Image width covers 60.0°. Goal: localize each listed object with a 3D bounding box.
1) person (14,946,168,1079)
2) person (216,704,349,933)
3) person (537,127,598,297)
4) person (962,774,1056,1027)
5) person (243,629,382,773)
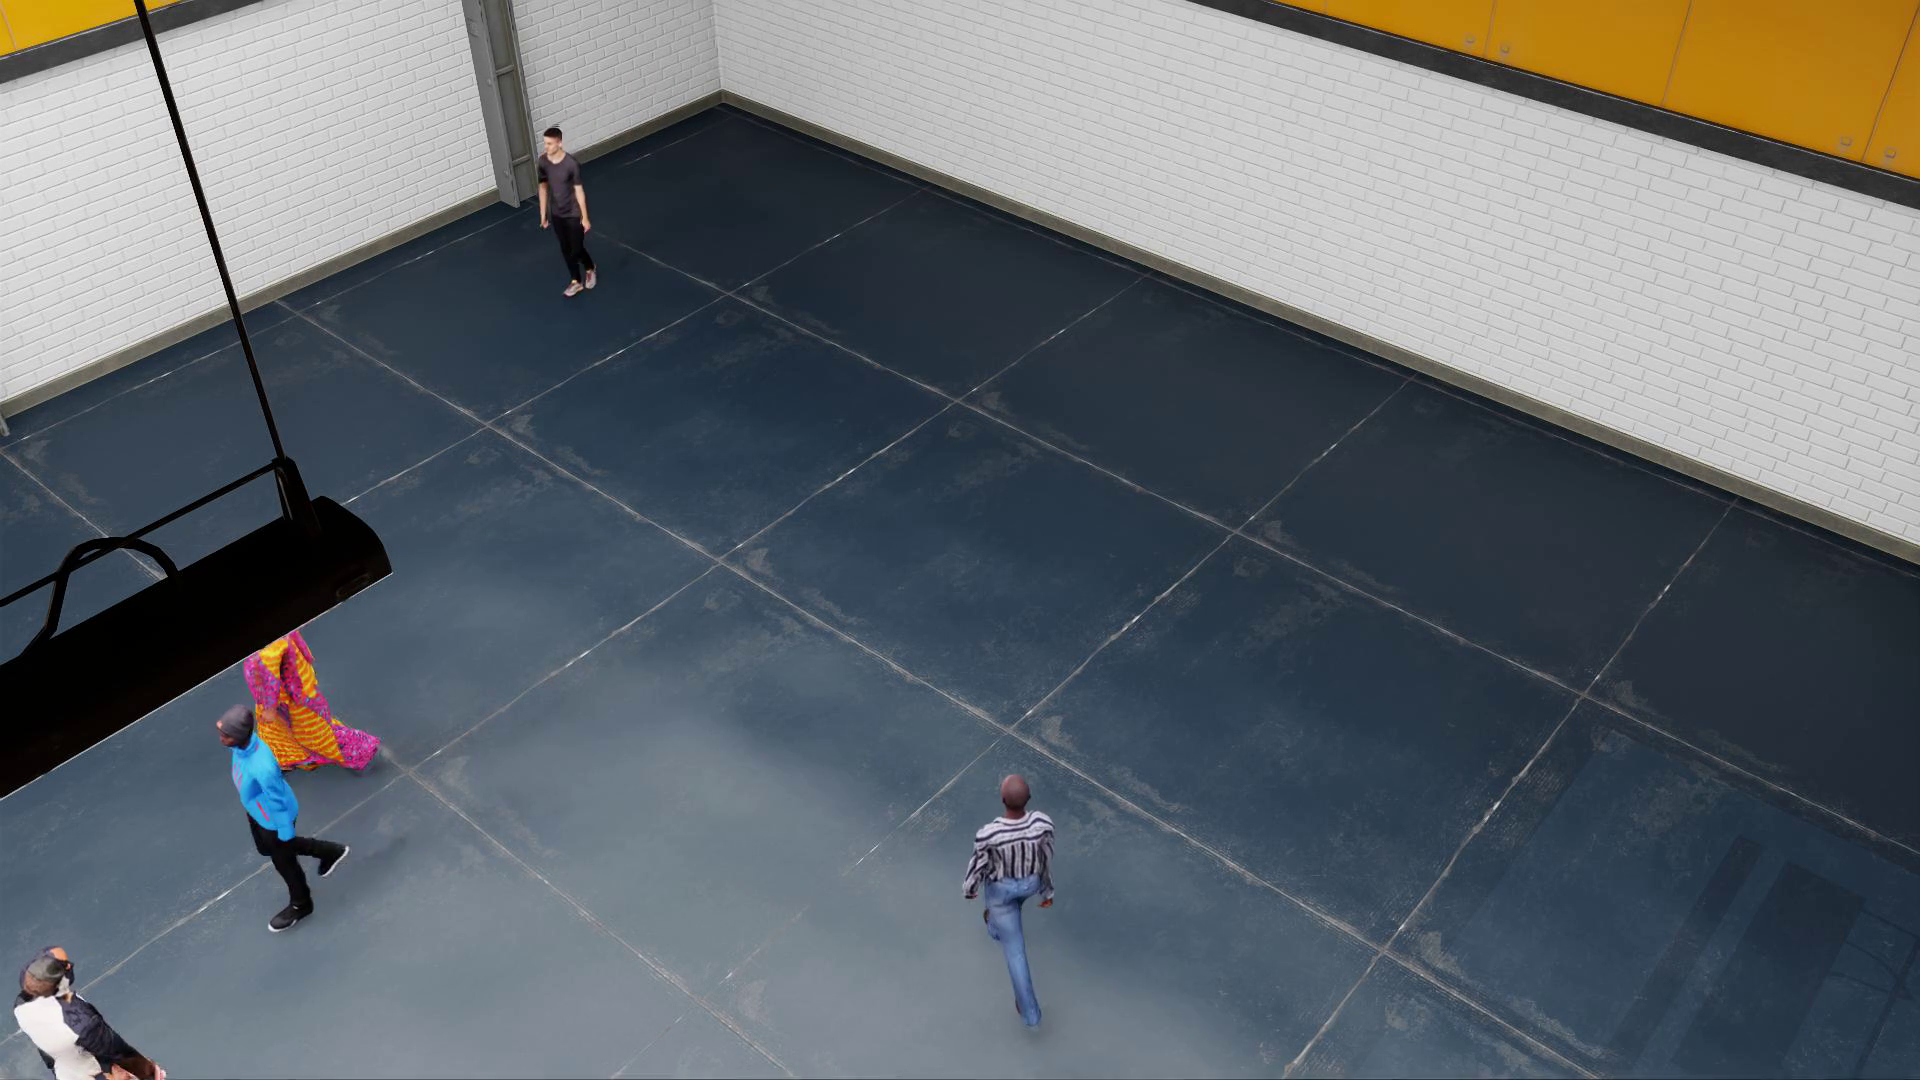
[{"bbox_3d":[-4.512,2.827,8.560,0.713,1.873,0.684,22,44,25],"label":"person"},{"bbox_3d":[-4.110,1.624,10.138,0.888,1.784,0.690,-29,47,-31],"label":"person"},{"bbox_3d":[-3.781,-3.221,16.227,0.759,1.755,0.766,14,41,17],"label":"person"},{"bbox_3d":[0.332,2.105,9.573,1.217,1.738,1.104,-13,40,-16],"label":"person"},{"bbox_3d":[-4.423,0.958,11.061,1.157,1.673,0.929,-13,40,-16],"label":"person"}]
